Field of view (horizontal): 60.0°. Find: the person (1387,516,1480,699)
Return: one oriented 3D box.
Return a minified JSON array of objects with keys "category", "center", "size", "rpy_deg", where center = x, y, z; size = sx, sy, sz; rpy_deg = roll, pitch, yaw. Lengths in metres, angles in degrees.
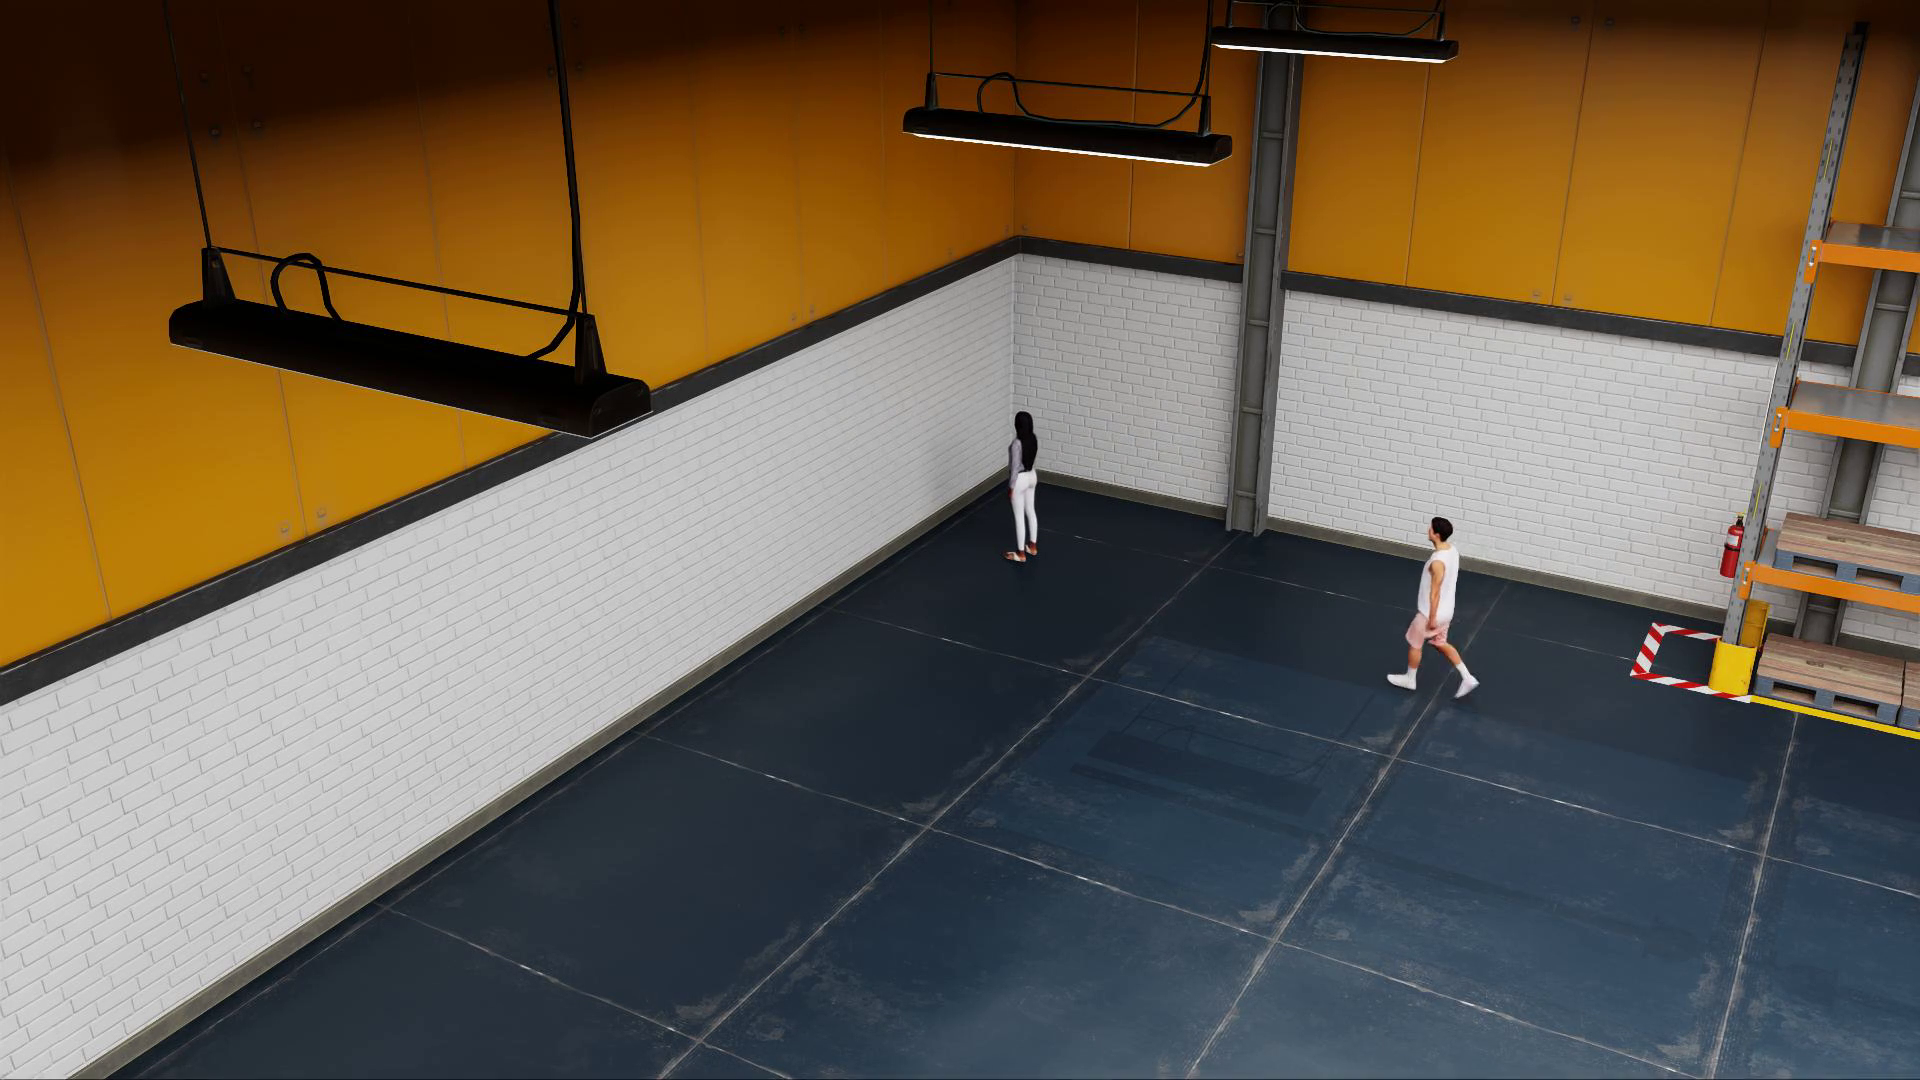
[{"category":"person","center":[4.473,0.665,15.337],"size":[1.104,1.760,0.714],"rpy_deg":[17,29,34]}]

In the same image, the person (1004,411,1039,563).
[{"category":"person","center":[0.693,-0.607,18.291],"size":[0.574,1.724,0.626],"rpy_deg":[18,30,36]}]
